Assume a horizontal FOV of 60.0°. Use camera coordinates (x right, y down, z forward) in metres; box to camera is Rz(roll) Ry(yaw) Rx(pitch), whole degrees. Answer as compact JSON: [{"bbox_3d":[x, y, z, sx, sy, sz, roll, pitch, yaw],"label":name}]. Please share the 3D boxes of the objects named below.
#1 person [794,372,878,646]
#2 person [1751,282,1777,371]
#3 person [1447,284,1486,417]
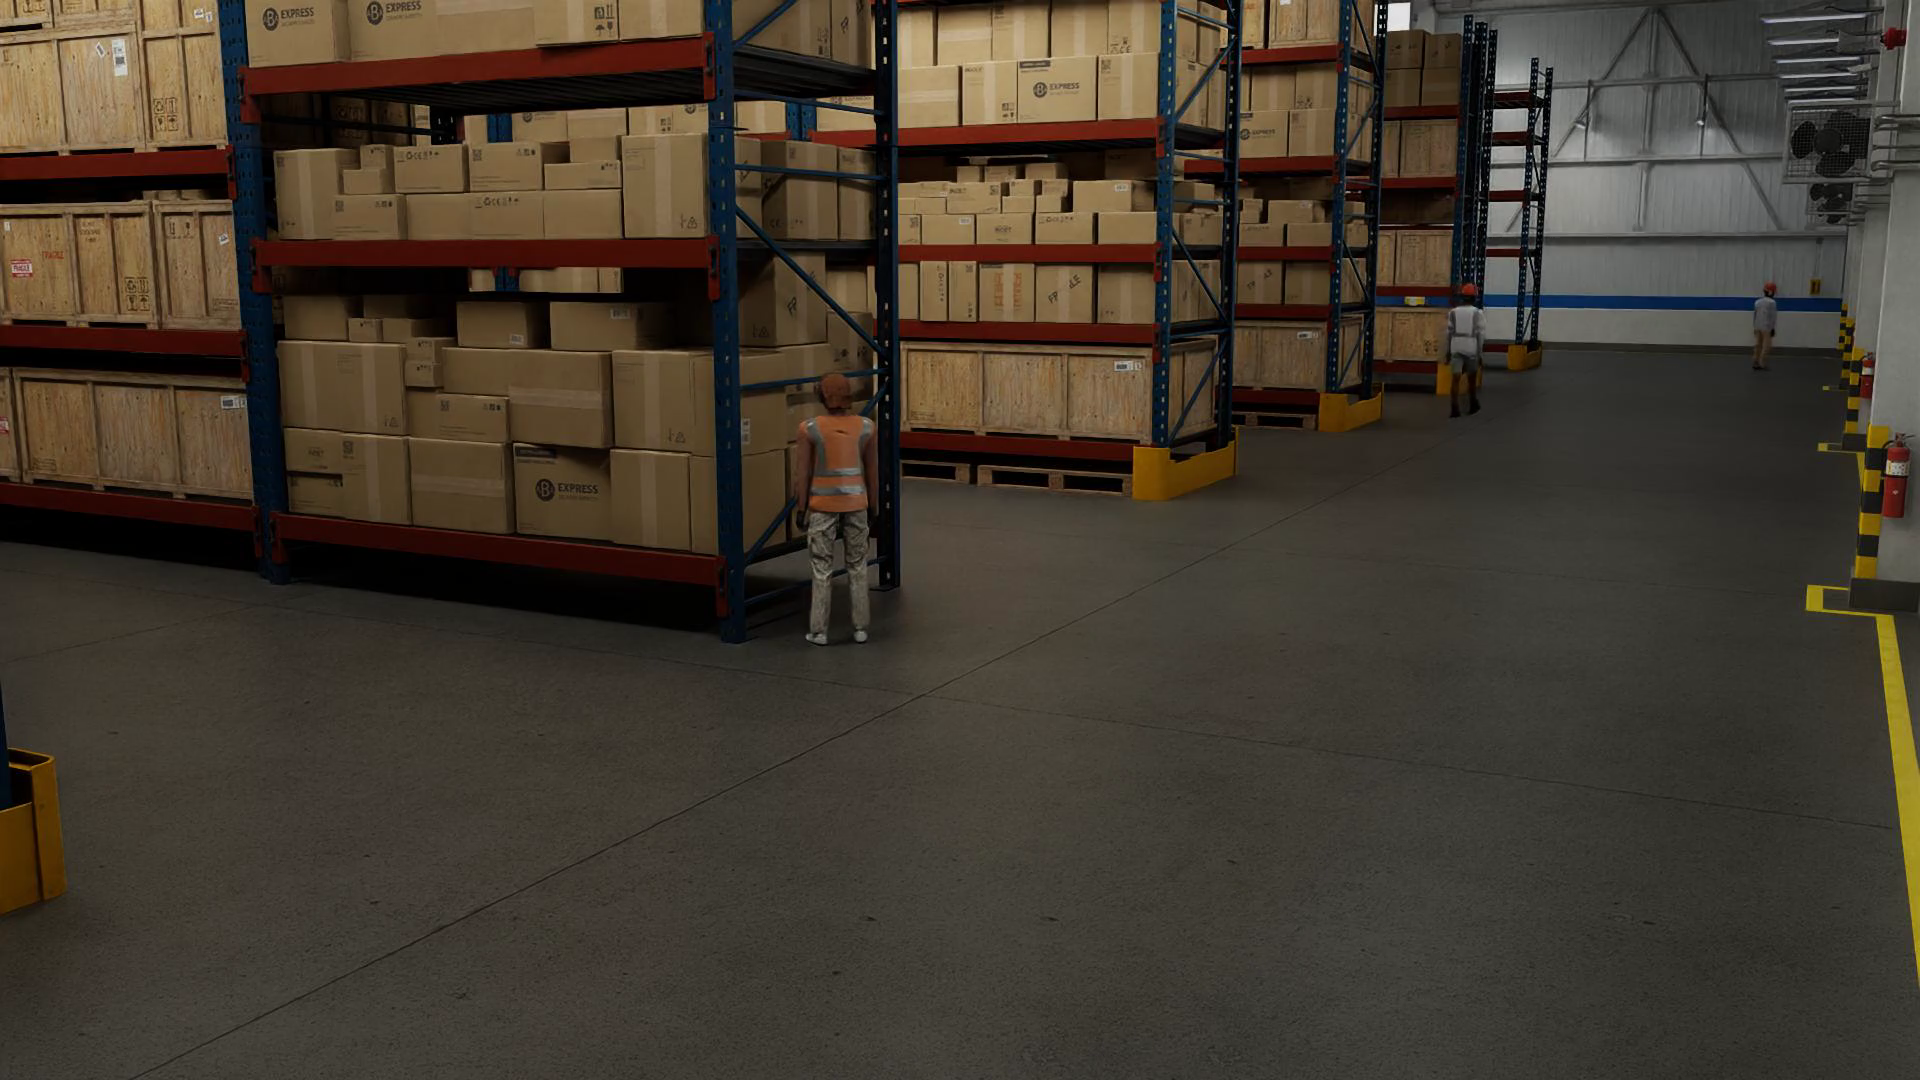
[{"bbox_3d":[-0.728,-0.177,9.888,0.519,1.631,0.316,-4,10,-21],"label":"person"},{"bbox_3d":[16.001,-4.235,33.024,0.342,1.748,0.573,-2,10,-12],"label":"person"},{"bbox_3d":[7.248,-2.715,23.828,0.567,1.882,0.980,6,11,30],"label":"person"}]
